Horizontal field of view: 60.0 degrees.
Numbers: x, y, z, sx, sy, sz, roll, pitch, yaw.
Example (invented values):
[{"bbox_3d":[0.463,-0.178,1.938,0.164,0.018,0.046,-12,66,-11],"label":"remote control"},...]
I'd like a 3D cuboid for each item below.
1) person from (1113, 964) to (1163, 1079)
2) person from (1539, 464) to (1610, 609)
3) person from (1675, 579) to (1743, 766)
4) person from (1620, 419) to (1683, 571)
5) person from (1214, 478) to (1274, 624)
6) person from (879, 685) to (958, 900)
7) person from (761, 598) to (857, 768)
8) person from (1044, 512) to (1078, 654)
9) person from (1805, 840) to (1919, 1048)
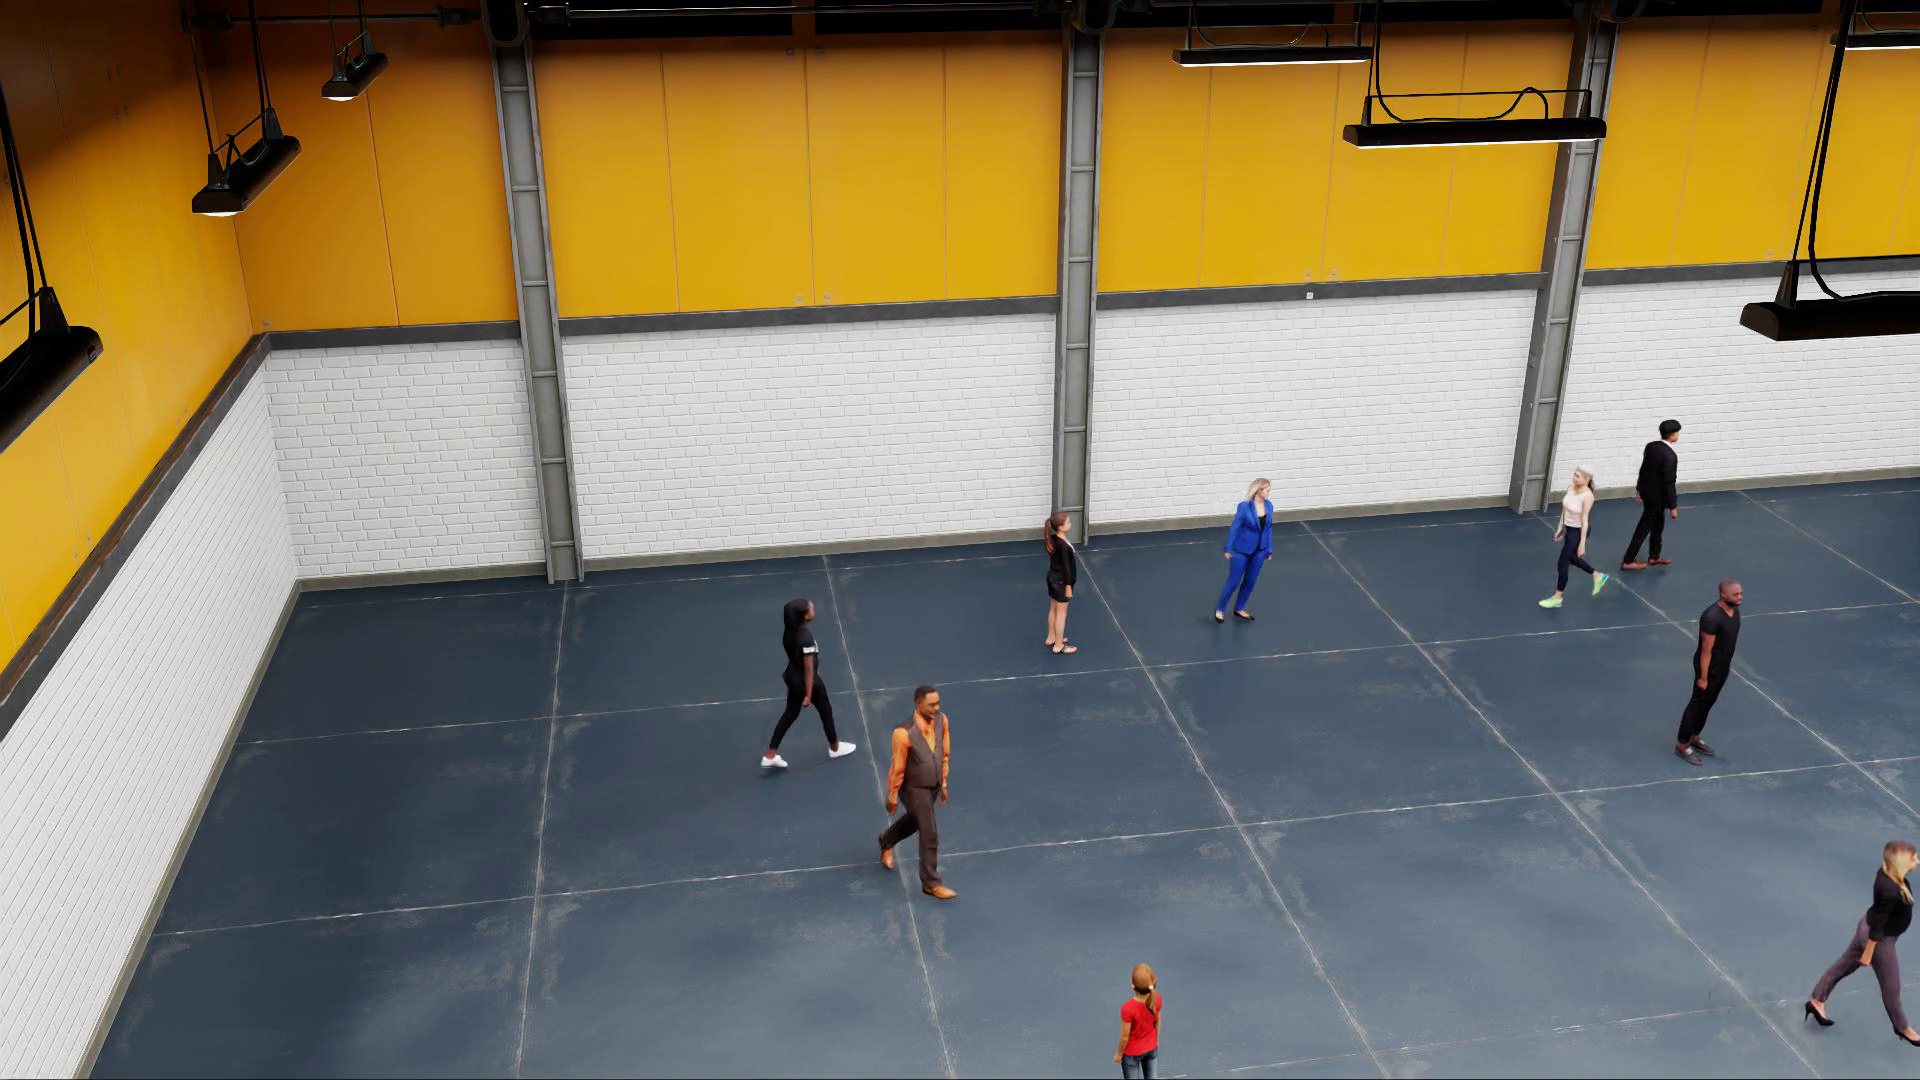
[{"bbox_3d":[1.195,3.358,10.988,0.511,1.311,0.606,-12,26,-25],"label":"person"},{"bbox_3d":[6.852,-0.048,18.318,1.052,1.681,0.664,-2,24,-5],"label":"person"},{"bbox_3d":[6.929,1.178,15.340,0.672,1.819,0.803,-19,30,-36],"label":"person"},{"bbox_3d":[7.884,-0.493,19.112,0.902,1.860,0.777,-1,24,-2],"label":"person"},{"bbox_3d":[3.051,0.114,17.959,0.714,1.670,0.886,-5,24,-12],"label":"person"},{"bbox_3d":[-0.402,1.973,13.453,1.209,1.873,1.198,-20,31,-38],"label":"person"},{"bbox_3d":[-1.502,1.336,15.145,1.236,1.685,0.930,-15,28,-31],"label":"person"},{"bbox_3d":[1.040,0.424,17.395,0.577,1.555,0.563,-7,25,-16],"label":"person"},{"bbox_3d":[6.382,2.833,11.792,1.126,1.629,0.967,10,25,21],"label":"person"}]
